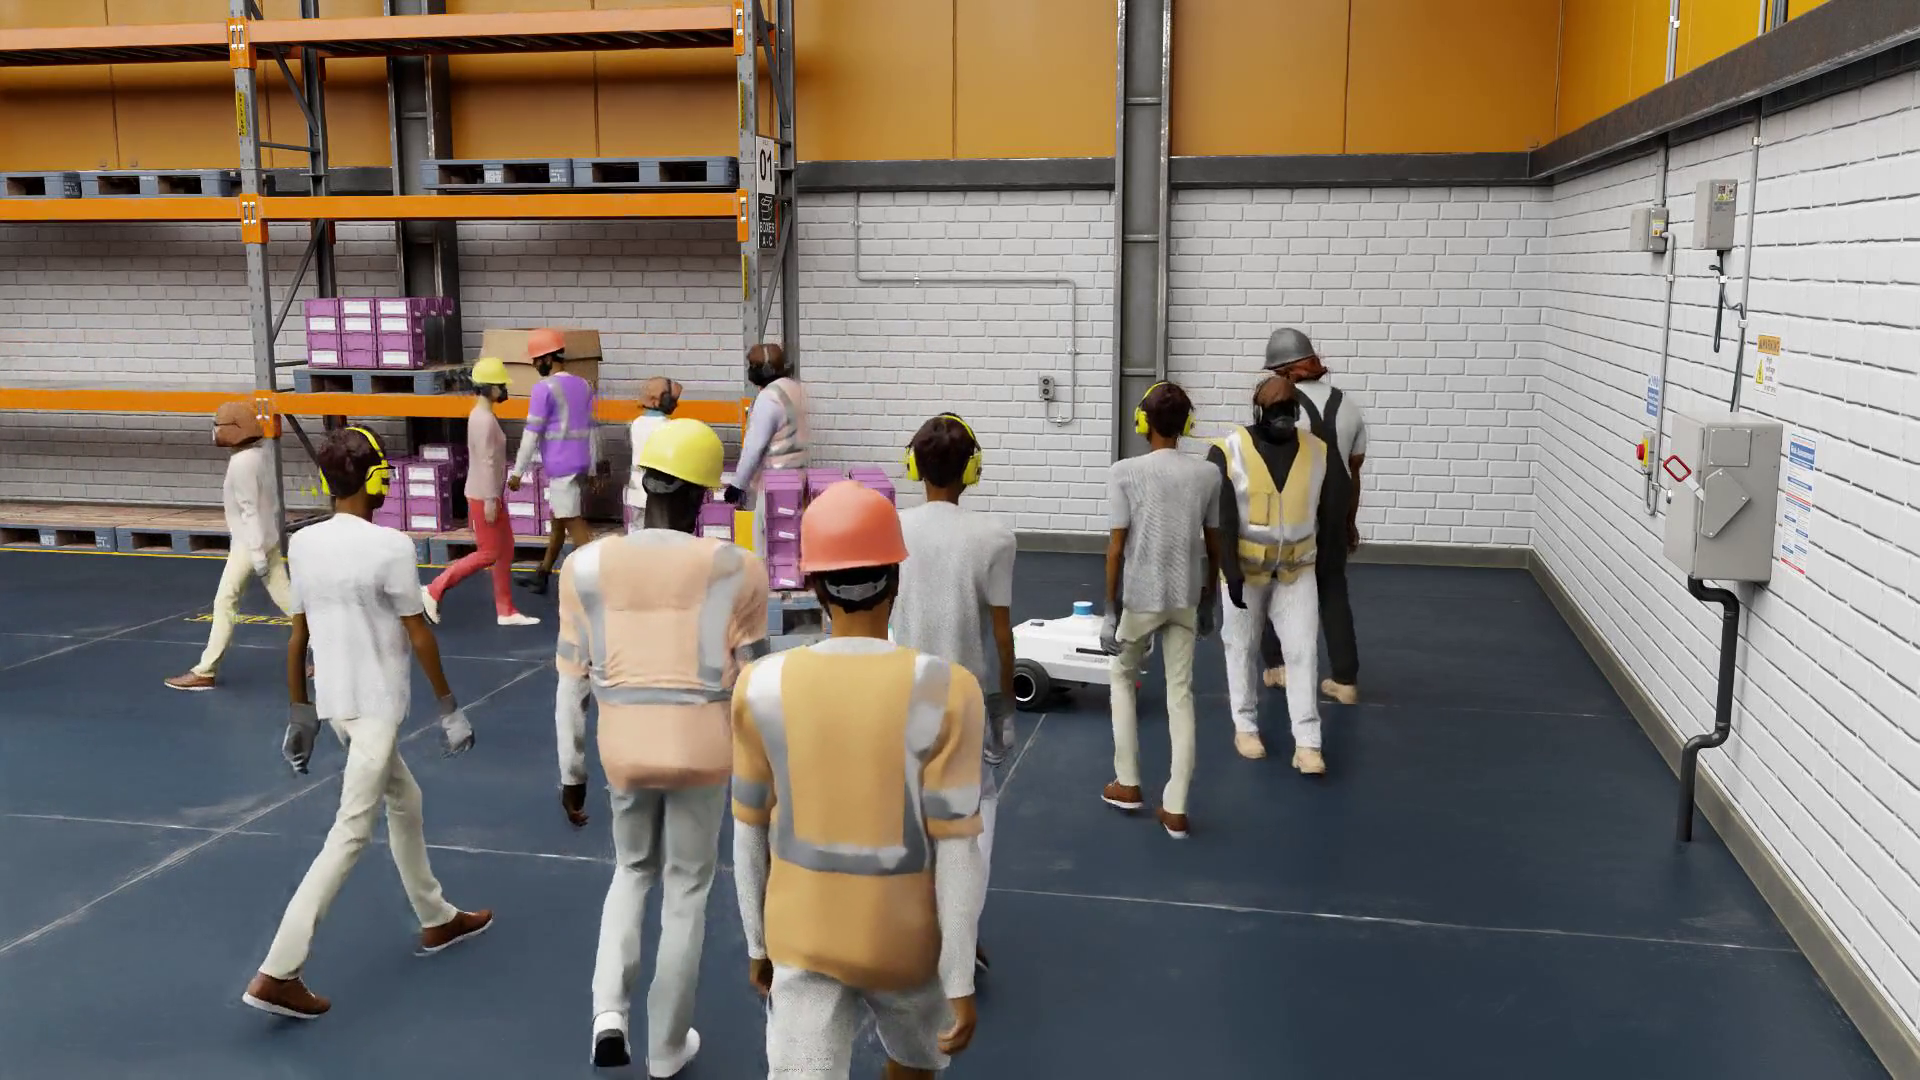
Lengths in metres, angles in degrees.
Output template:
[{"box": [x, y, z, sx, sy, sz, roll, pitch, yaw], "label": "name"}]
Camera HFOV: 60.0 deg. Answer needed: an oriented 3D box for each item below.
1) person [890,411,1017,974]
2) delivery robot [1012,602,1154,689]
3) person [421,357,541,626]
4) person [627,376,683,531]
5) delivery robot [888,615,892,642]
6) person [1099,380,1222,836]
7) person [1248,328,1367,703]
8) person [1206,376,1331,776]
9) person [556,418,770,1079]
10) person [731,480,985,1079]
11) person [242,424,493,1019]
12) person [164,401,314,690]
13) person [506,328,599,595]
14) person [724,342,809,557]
[{"box": [-0.073, 0.519, 5.356, 0.509, 1.857, 0.425, 1, 9, 6], "label": "person"}, {"box": [0.641, 0.566, 8.682, 0.707, 0.478, 0.477, 5, 11, 26], "label": "delivery robot"}, {"box": [-3.068, -0.280, 10.511, 0.670, 1.746, 0.520, -2, 10, -14], "label": "person"}, {"box": [-1.952, -0.216, 10.474, 0.492, 1.622, 0.540, -9, 13, -44], "label": "person"}, {"box": [-0.374, 0.621, 8.353, 0.477, 0.478, 0.707, 0, 9, -1], "label": "delivery robot"}, {"box": [0.813, 0.263, 6.914, 0.555, 1.842, 0.711, -2, 10, -11], "label": "person"}, {"box": [1.828, -0.159, 8.863, 0.704, 2.000, 0.644, -4, 10, -21], "label": "person"}, {"box": [1.437, 0.168, 7.590, 0.625, 1.809, 0.816, -1, 9, -5], "label": "person"}, {"box": [-0.826, 0.610, 4.684, 0.596, 1.898, 0.453, 1, 9, 4], "label": "person"}, {"box": [-0.212, 0.813, 3.508, 0.545, 1.877, 1.029, 1, 10, 9], "label": "person"}, {"box": [-1.922, 0.549, 5.281, 0.526, 1.823, 0.991, 6, 11, 32], "label": "person"}, {"box": [-3.883, 0.028, 9.114, 0.894, 1.584, 0.517, -2, 10, -13], "label": "person"}, {"box": [-2.801, -0.491, 11.343, 0.925, 1.880, 0.545, 3, 10, 17], "label": "person"}, {"box": [-1.206, -0.375, 10.843, 0.616, 1.811, 0.645, 1, 9, 6], "label": "person"}]
